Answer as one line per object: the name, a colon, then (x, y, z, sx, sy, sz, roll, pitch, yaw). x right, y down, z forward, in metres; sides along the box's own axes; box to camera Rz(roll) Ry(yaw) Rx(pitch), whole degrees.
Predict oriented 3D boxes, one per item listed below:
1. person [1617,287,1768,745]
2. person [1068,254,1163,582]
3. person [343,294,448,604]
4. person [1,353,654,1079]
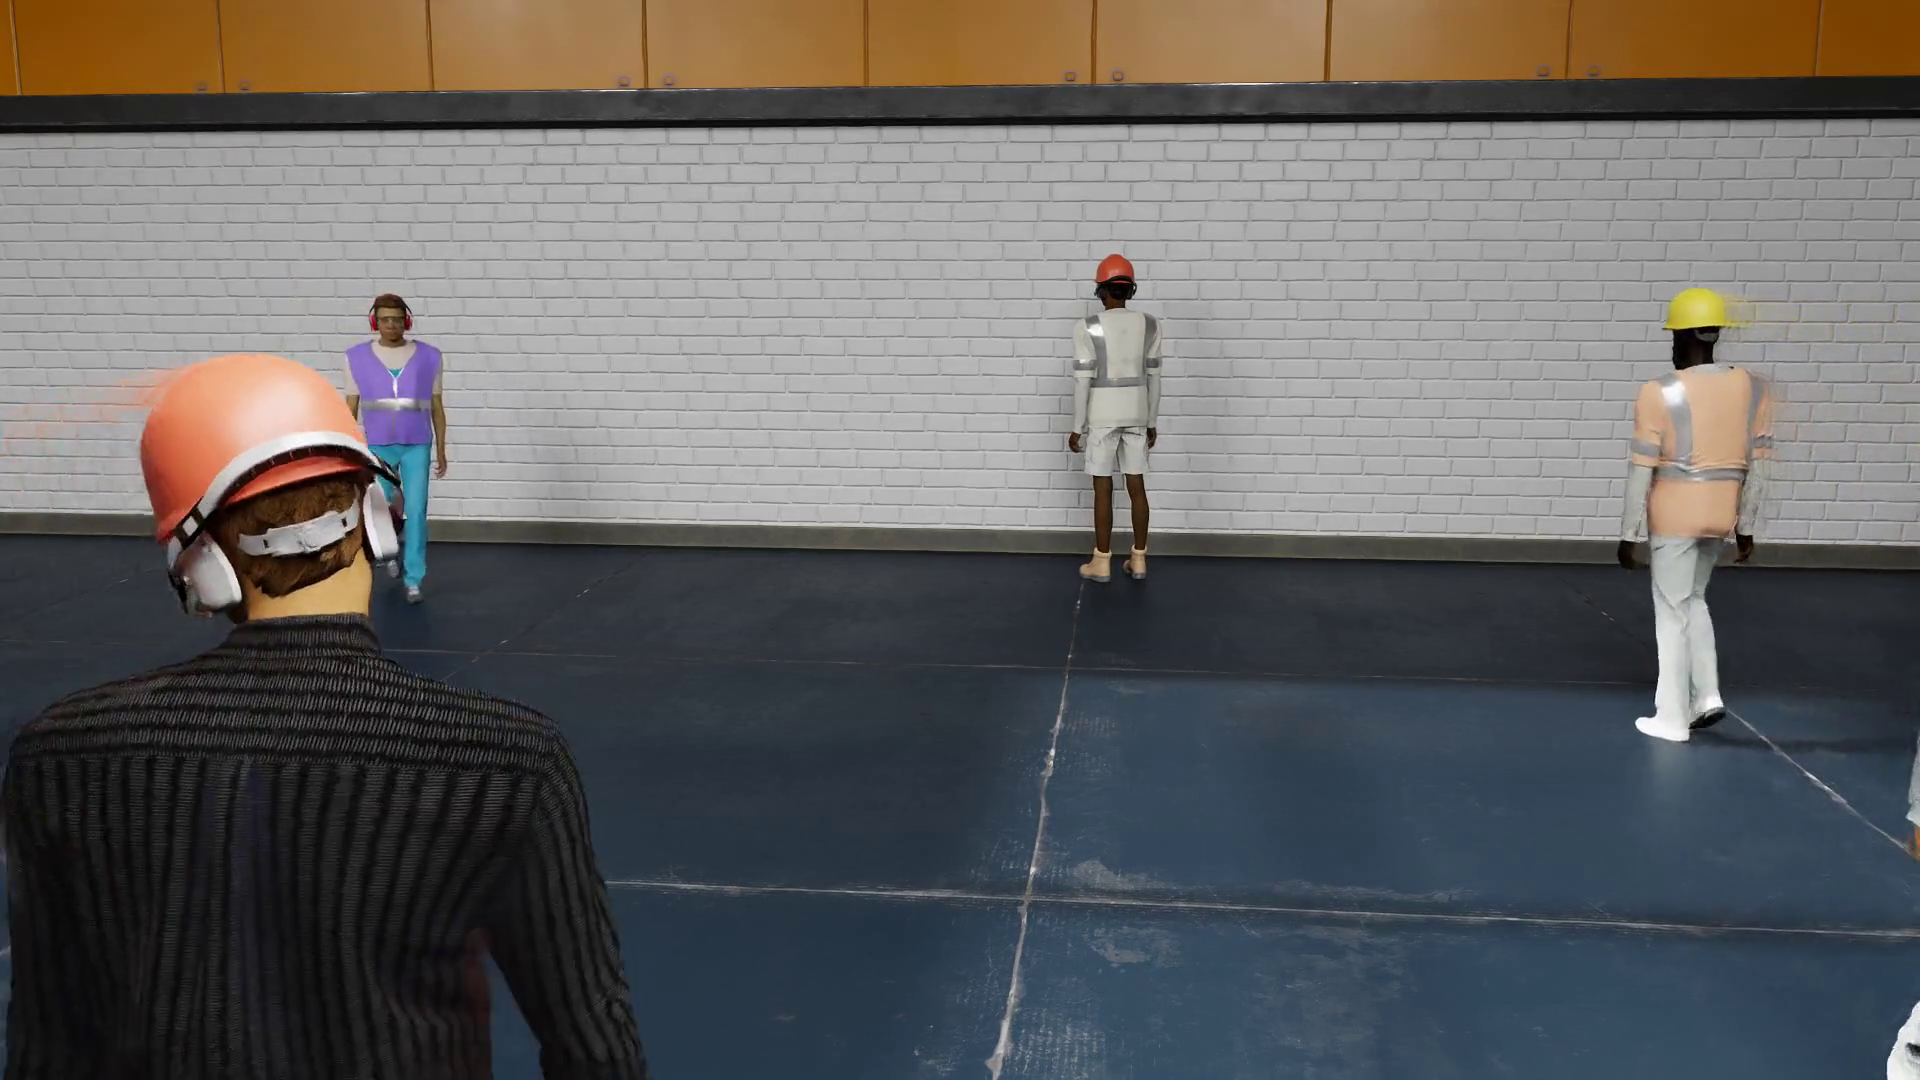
person: (3.035, -0.089, 6.968, 0.609, 1.915, 0.416, -3, 10, -15)
person: (0.965, -0.757, 10.435, 0.605, 2.045, 0.383, -3, 10, -19)
person: (-3.369, -0.560, 9.950, 0.575, 1.825, 0.658, -4, 11, -20)
person: (-0.659, 0.778, 1.870, 0.728, 1.959, 0.481, 1, 10, 3)
